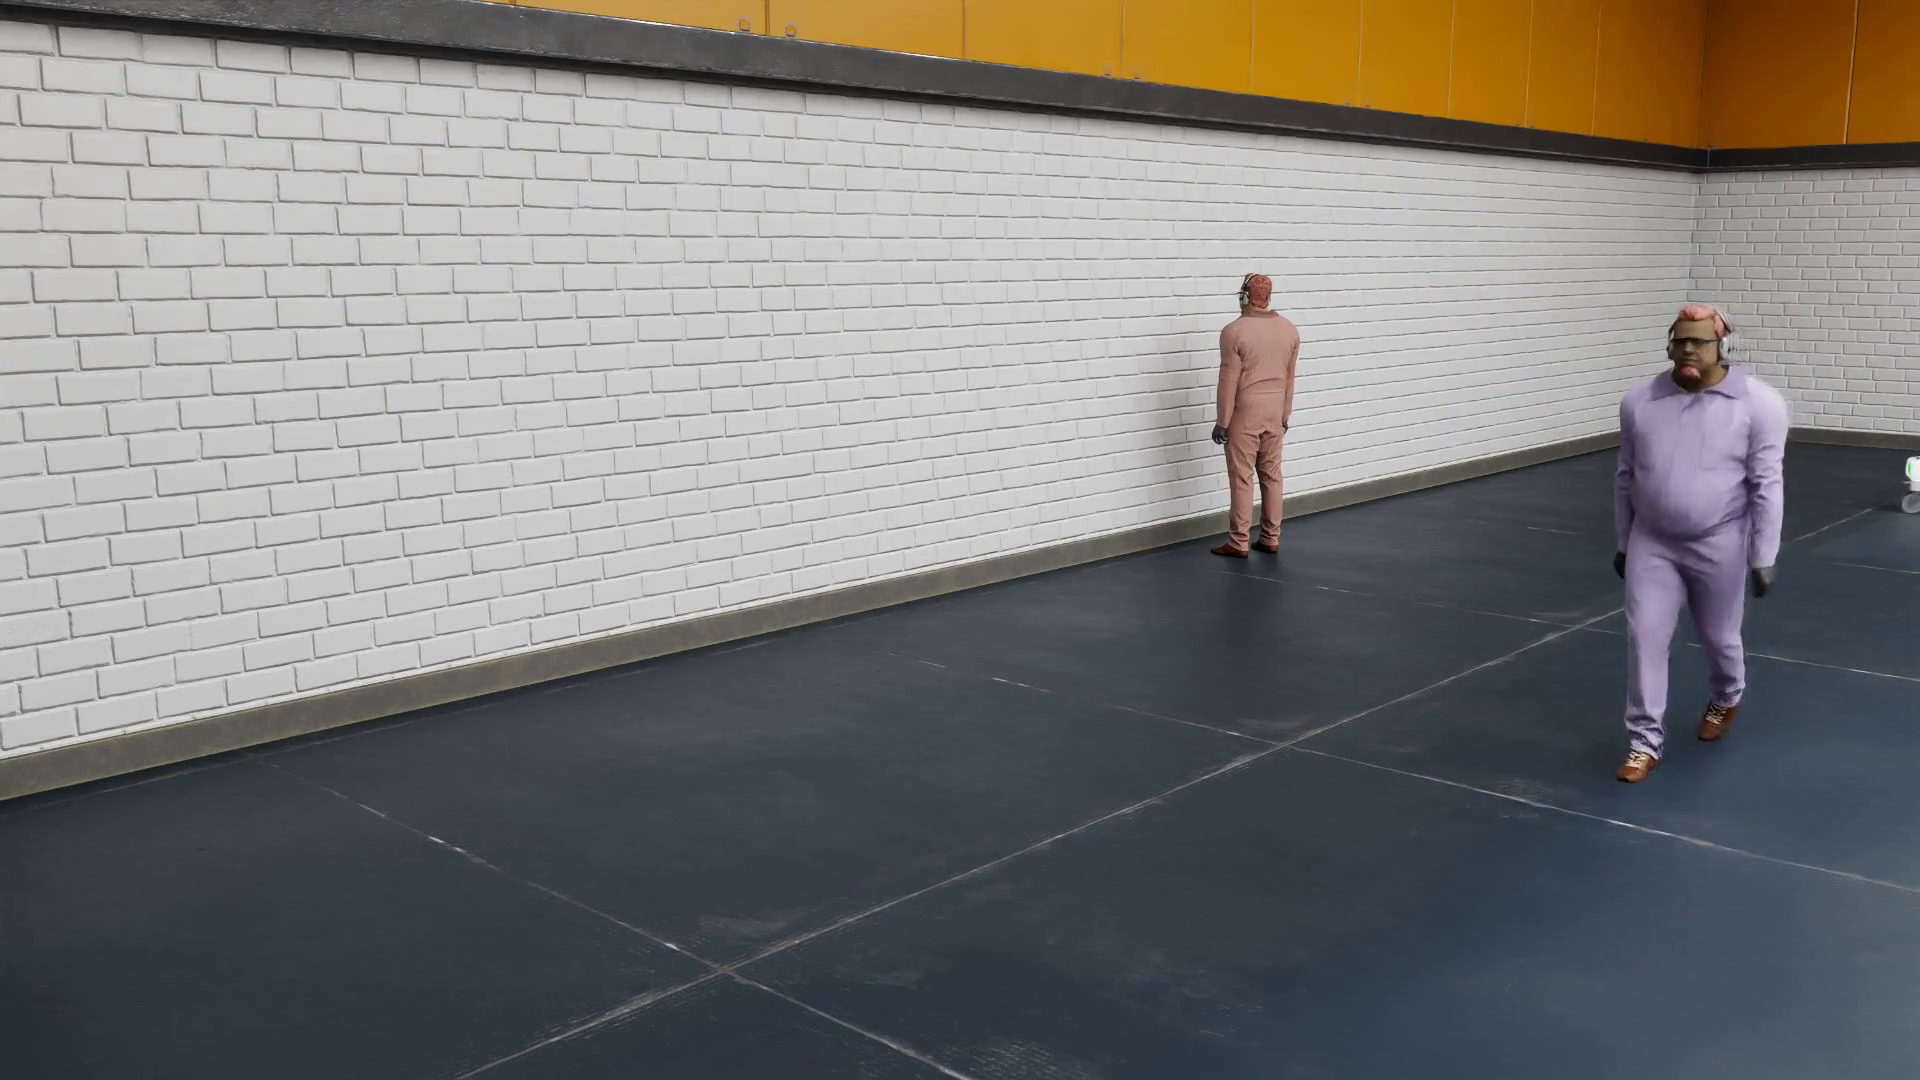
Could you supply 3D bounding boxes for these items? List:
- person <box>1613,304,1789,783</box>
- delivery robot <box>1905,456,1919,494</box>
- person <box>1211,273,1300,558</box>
[{"bbox_3d":[2.957,-0.011,6.666,0.657,1.873,0.925,8,13,38],"label":"person"},{"bbox_3d":[7.776,-0.512,12.959,0.707,0.478,0.477,7,12,33],"label":"delivery robot"},{"bbox_3d":[1.958,-0.831,11.196,0.641,1.908,0.407,-6,12,-31],"label":"person"}]
